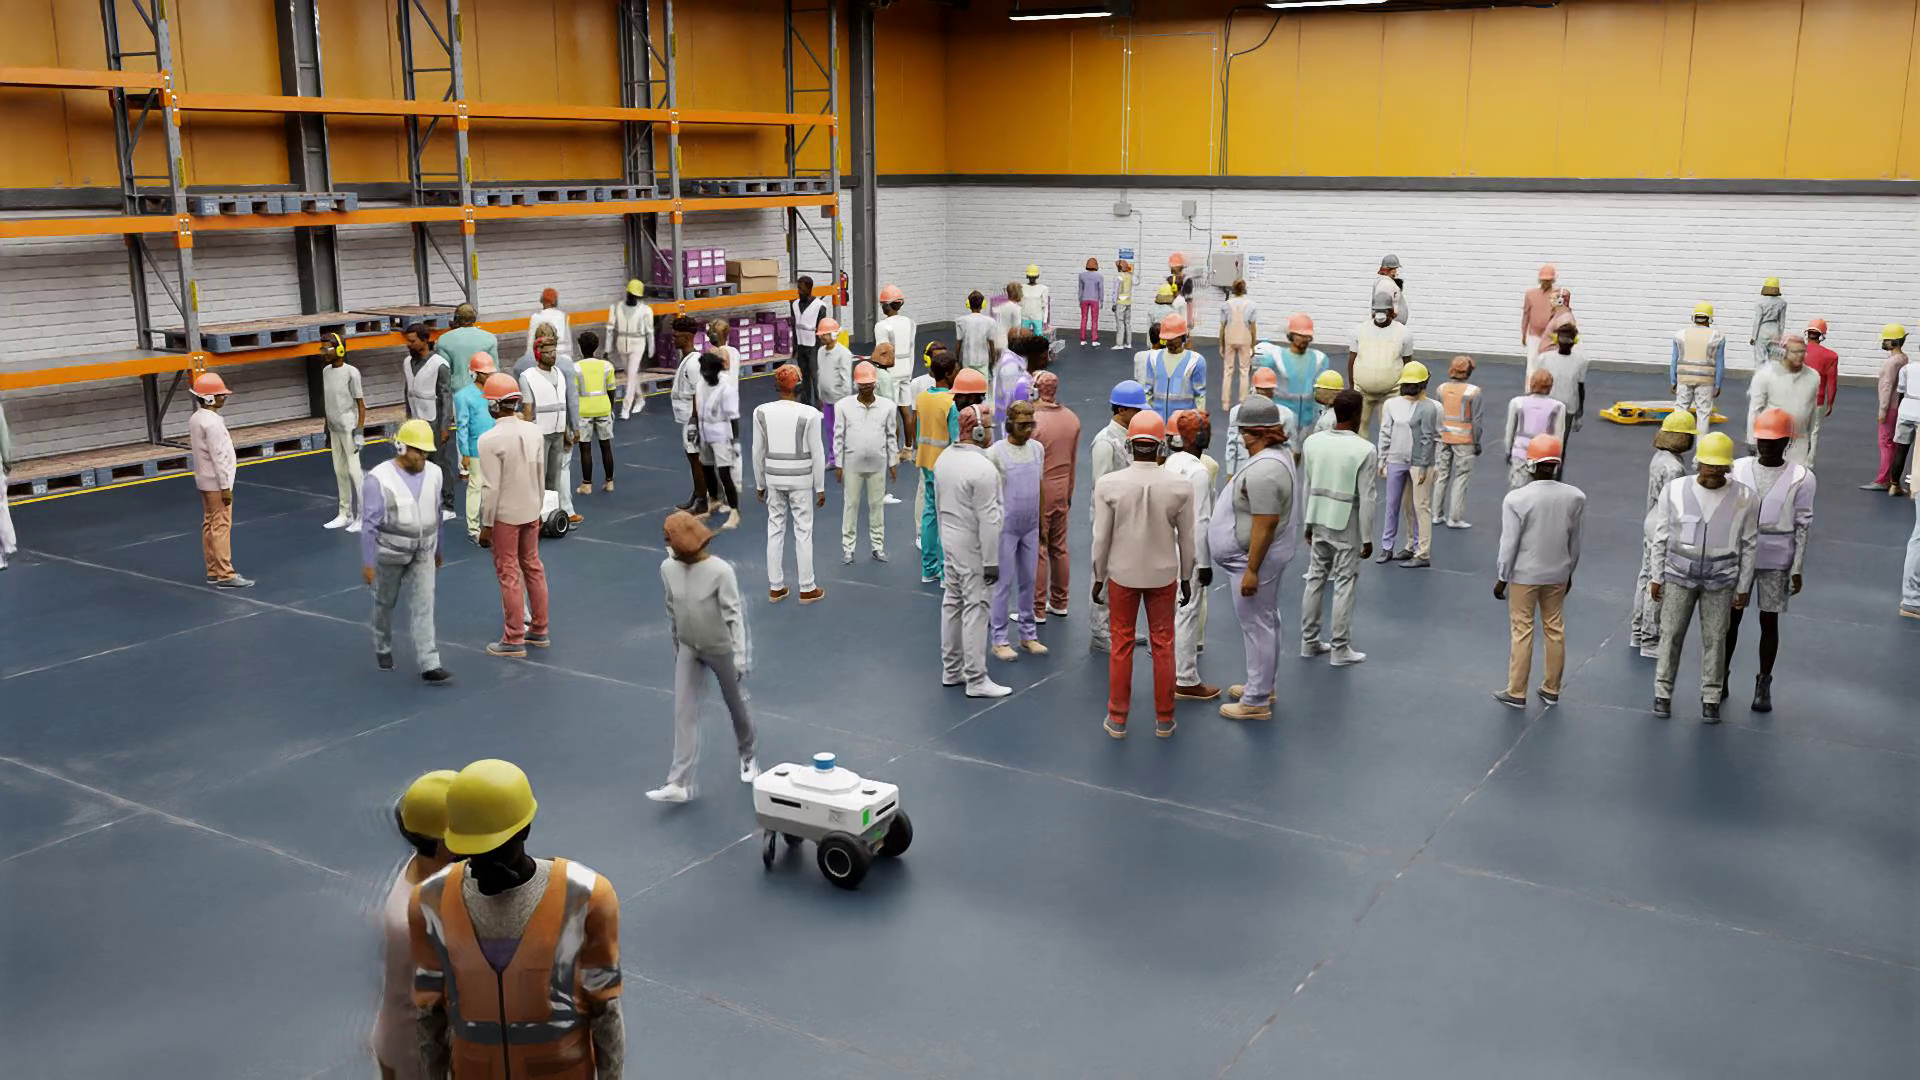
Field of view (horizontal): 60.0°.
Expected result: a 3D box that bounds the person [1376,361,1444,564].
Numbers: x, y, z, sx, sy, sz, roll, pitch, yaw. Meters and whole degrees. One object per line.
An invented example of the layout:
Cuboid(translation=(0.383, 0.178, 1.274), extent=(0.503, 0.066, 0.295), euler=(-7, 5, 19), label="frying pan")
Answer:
Cuboid(translation=(3.839, -0.650, 14.230), extent=(0.533, 1.766, 0.314), euler=(5, 14, 22), label="person")

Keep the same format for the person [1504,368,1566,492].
Cuboid(translation=(5.153, -0.738, 14.964), extent=(0.507, 1.605, 0.784), euler=(5, 14, 19), label="person")

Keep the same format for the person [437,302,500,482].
Cuboid(translation=(-5.267, -1.587, 17.914), extent=(0.631, 1.940, 0.369), euler=(-4, 14, -17), label="person")

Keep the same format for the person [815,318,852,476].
Cuboid(translation=(-1.407, -1.579, 18.333), extent=(0.377, 1.739, 0.577), euler=(-11, 17, -39), label="person")

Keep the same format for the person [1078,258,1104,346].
Cuboid(translation=(2.431, -4.426, 30.920), extent=(0.493, 1.624, 0.281), euler=(5, 14, 20), label="person")

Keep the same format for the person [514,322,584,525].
Cuboid(translation=(-3.880, -1.085, 15.735), extent=(0.636, 1.938, 0.354), euler=(4, 13, 15), label="person")

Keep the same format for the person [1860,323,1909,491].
Cuboid(translation=(9.736, -1.389, 17.454), extent=(0.343, 1.761, 0.525), euler=(11, 17, 40), label="person")

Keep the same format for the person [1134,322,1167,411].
Cuboid(translation=(1.945, -1.253, 16.657), extent=(0.338, 1.857, 0.525), euler=(-12, 18, -42), label="person")

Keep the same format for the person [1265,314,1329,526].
Cuboid(translation=(3.213, -1.129, 15.771), extent=(0.613, 2.006, 0.946), euler=(-2, 13, -11), label="person")

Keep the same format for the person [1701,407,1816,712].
Cuboid(translation=(5.041, 0.122, 10.499), extent=(0.542, 1.939, 0.369), euler=(9, 16, 35), label="person")

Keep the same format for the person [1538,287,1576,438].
Cuboid(translation=(7.253, -2.116, 20.279), extent=(0.408, 1.909, 0.638), euler=(5, 14, 19), label="person")

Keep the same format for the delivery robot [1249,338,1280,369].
Cuboid(translation=(4.934, -3.025, 26.970), extent=(0.477, 0.478, 0.707), euler=(7, 15, 27), label="delivery robot")

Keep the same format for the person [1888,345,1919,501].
Cuboid(translation=(9.790, -1.239, 16.958), extent=(0.319, 1.687, 0.539), euler=(-6, 14, -25), label="person")

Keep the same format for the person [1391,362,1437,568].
Cuboid(translation=(3.881, -0.647, 14.249), extent=(0.341, 1.754, 0.531), euler=(-2, 13, -9), label="person")

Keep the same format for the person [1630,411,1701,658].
Cuboid(translation=(4.952, -0.045, 11.654), extent=(0.300, 1.741, 0.494), euler=(2, 13, 8), label="person")

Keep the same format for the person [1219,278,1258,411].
Cuboid(translation=(3.817, -2.674, 22.860), extent=(0.508, 1.838, 0.345), euler=(3, 13, 13), label="person")

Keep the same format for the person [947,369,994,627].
Cuboid(translation=(0.079, -0.306, 12.357), extent=(0.354, 1.939, 0.544), euler=(-1, 13, -5), label="person")

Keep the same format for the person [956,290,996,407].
Cuboid(translation=(0.189, -2.136, 20.472), extent=(0.511, 1.863, 0.327), euler=(1, 13, 3), label="person")

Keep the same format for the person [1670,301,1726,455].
Cuboid(translation=(8.568, -1.857, 19.350), extent=(0.591, 1.824, 0.405), euler=(10, 16, 37), label="person")

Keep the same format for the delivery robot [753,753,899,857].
Cuboid(translation=(-0.668, 1.296, 8.236), extent=(0.707, 0.478, 0.477), euler=(7, 15, 28), label="delivery robot")

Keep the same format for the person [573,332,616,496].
Cuboid(translation=(-3.815, -1.306, 17.223), extent=(0.542, 1.695, 0.316), euler=(-9, 16, -36), label="person")

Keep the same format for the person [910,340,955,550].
Cuboid(translation=(-0.210, -0.840, 14.816), extent=(0.513, 1.877, 0.328), euler=(-10, 16, -36), label="person")

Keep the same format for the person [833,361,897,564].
Cuboid(translation=(-0.811, -0.665, 14.315), extent=(0.561, 1.753, 0.330), euler=(-3, 13, -12), label="person")

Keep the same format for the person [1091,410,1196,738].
Cuboid(translation=(1.095, 0.211, 9.989), extent=(0.625, 1.992, 0.386), euler=(0, 13, 0), label="person")

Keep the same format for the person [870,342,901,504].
Cuboid(translation=(-0.774, -1.190, 16.860), extent=(0.269, 1.632, 0.504), euler=(-4, 14, -16), label="person")

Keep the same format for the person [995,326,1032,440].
Cuboid(translation=(0.560, -1.205, 16.499), extent=(0.428, 1.836, 0.623), euler=(1, 13, 5), label="person")

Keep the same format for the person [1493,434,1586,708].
Cuboid(translation=(3.660, 0.196, 10.581), extent=(0.561, 1.753, 0.332), euler=(-3, 13, -12), label="person")

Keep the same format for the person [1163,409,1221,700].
Cuboid(translation=(1.481, 0.089, 10.764), extent=(0.359, 1.884, 0.573), euler=(-3, 13, -13), label="person")

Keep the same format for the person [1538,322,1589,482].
Cuboid(translation=(6.064, -1.303, 16.888), extent=(0.536, 1.845, 0.578), euler=(4, 14, 17), label="person")

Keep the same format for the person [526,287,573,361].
Cuboid(translation=(-5.112, -2.228, 20.861), extent=(0.480, 1.874, 0.733), euler=(9, 16, 33), label="person")

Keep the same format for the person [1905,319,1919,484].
Cuboid(translation=(10.370, -1.544, 17.790), extent=(0.422, 1.916, 0.582), euler=(7, 15, 27), label="person")

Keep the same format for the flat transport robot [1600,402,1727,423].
Cuboid(translation=(9.334, -1.704, 22.073), extent=(1.431, 0.197, 0.652), euler=(-1, 13, -3), label="flat transport robot")

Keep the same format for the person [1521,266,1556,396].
Cuboid(translation=(8.319, -2.928, 23.727), extent=(0.637, 1.935, 1.052), euler=(6, 14, 23), label="person")

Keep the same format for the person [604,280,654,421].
Cuboid(translation=(-4.415, -2.584, 22.418), extent=(0.619, 1.856, 1.003), euler=(2, 13, 10), label="person")

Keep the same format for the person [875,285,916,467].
Cuboid(translation=(-0.762, -1.852, 18.834), extent=(0.394, 2.044, 0.609), euler=(11, 17, 39), label="person")

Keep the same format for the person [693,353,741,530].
Cuboid(translation=(-2.303, -0.960, 15.840), extent=(0.721, 1.652, 0.470), euler=(11, 17, 40), label="person")

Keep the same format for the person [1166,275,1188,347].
Cuboid(translation=(3.004, -2.734, 23.078), extent=(0.348, 1.861, 0.535), euler=(3, 13, 14), label="person")
